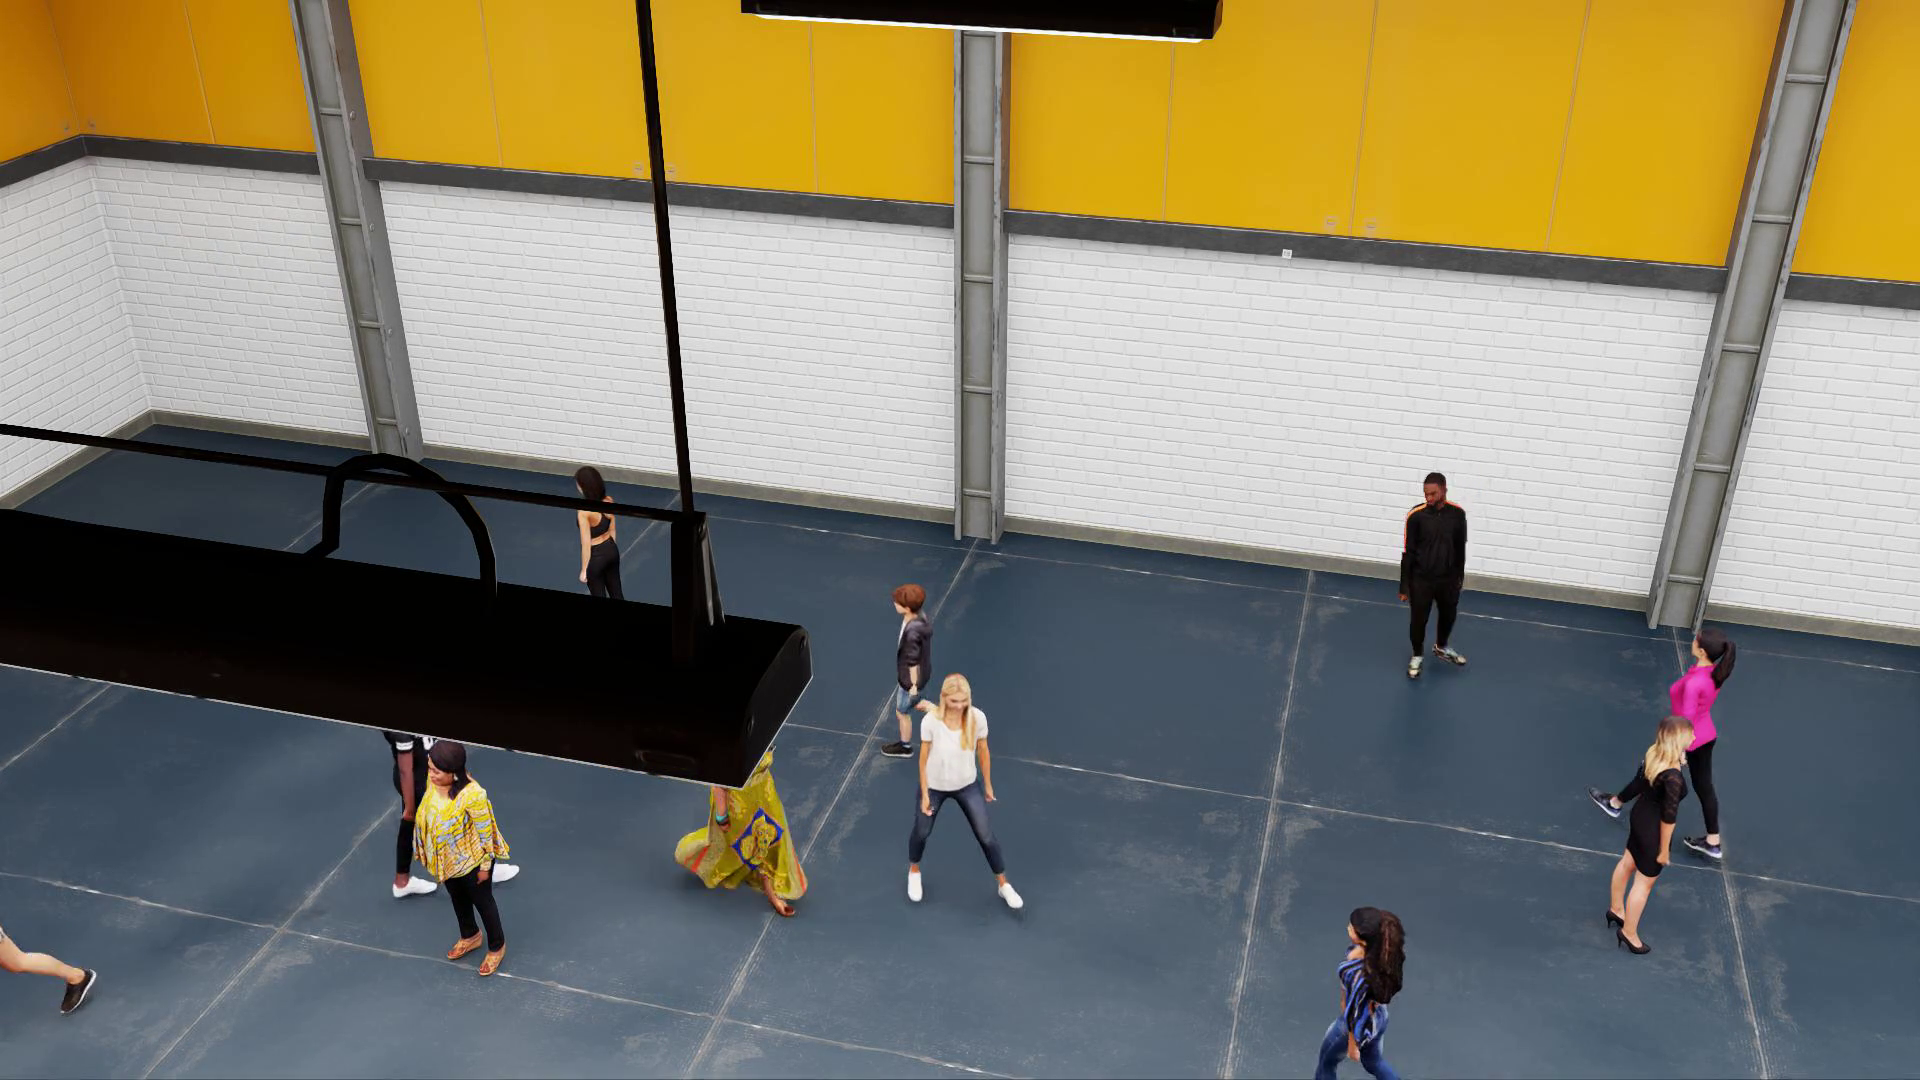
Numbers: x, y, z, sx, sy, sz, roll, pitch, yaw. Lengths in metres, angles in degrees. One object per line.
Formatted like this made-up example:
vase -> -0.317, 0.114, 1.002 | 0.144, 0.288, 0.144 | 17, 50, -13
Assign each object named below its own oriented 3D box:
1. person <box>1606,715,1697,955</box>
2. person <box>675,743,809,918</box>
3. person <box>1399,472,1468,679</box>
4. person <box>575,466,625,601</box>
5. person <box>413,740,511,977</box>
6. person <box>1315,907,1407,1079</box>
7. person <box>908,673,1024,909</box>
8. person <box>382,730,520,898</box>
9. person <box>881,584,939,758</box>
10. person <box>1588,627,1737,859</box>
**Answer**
person -> 4.226, 1.781, 10.193 | 0.533, 1.676, 0.586 | 1, 29, 2
person -> -1.432, 1.629, 10.528 | 1.213, 1.633, 1.000 | 20, 34, 32
person -> 3.672, 0.272, 12.856 | 0.740, 1.776, 0.977 | -8, 30, -14
person -> -2.846, 0.159, 13.203 | 0.567, 1.642, 0.596 | 16, 32, 26
person -> -2.989, 1.888, 10.018 | 0.791, 1.655, 0.871 | 17, 33, 28
person -> 2.192, 2.588, 8.802 | 1.105, 1.591, 0.864 | 20, 34, 32
person -> -0.032, 1.572, 10.475 | 0.900, 1.774, 1.059 | -4, 29, -8
person -> -3.513, 1.572, 10.550 | 1.124, 1.701, 0.911 | -6, 29, -11
person -> -0.277, 0.960, 11.953 | 0.866, 1.433, 0.625 | 2, 29, 4
person -> 4.896, 1.370, 10.990 | 1.035, 1.644, 1.202 | -22, 36, -35
